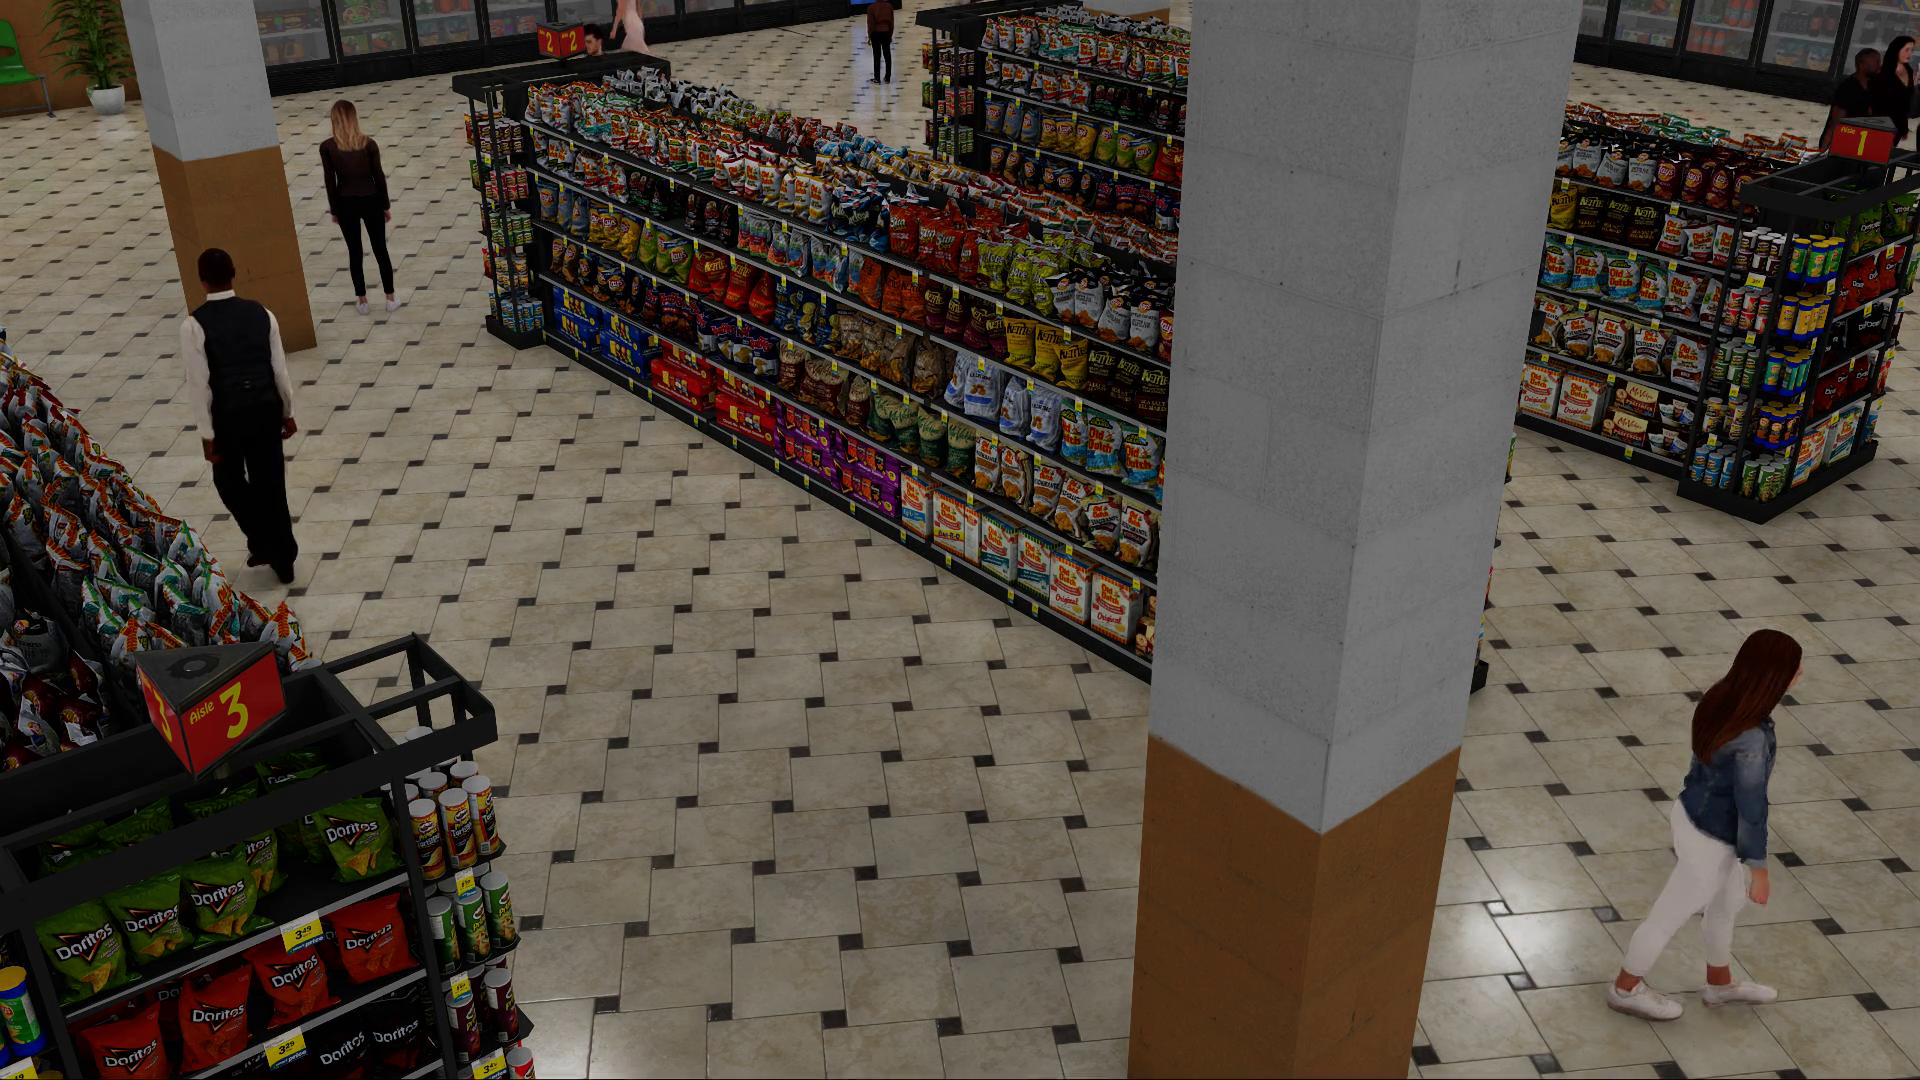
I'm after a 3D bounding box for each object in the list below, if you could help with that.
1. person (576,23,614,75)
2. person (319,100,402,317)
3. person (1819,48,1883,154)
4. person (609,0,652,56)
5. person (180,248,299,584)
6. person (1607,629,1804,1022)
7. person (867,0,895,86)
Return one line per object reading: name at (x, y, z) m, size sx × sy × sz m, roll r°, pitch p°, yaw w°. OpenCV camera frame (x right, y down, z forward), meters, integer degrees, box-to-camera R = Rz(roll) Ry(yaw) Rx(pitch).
person at (-3.264, -3.872, 15.519) m, size 1.099 × 1.861 × 1.083 m, roll 9°, pitch 28°, yaw 17°
person at (-4.798, -2.648, 13.280) m, size 0.675 × 1.703 × 0.646 m, roll -7°, pitch 28°, yaw -14°
person at (7.699, -3.451, 14.789) m, size 1.265 × 1.769 × 0.880 m, roll 17°, pitch 32°, yaw 30°
person at (-3.797, -6.019, 19.847) m, size 1.114 × 1.777 × 1.071 m, roll 1°, pitch 27°, yaw 2°
person at (-3.867, -0.622, 9.062) m, size 0.706 × 1.904 × 0.648 m, roll -20°, pitch 33°, yaw -34°
person at (2.605, 1.056, 5.998) m, size 0.983 × 1.683 × 0.893 m, roll 7°, pitch 28°, yaw 13°
person at (-1.021, -6.509, 21.388) m, size 0.566 × 1.256 × 0.543 m, roll -12°, pitch 29°, yaw -22°
